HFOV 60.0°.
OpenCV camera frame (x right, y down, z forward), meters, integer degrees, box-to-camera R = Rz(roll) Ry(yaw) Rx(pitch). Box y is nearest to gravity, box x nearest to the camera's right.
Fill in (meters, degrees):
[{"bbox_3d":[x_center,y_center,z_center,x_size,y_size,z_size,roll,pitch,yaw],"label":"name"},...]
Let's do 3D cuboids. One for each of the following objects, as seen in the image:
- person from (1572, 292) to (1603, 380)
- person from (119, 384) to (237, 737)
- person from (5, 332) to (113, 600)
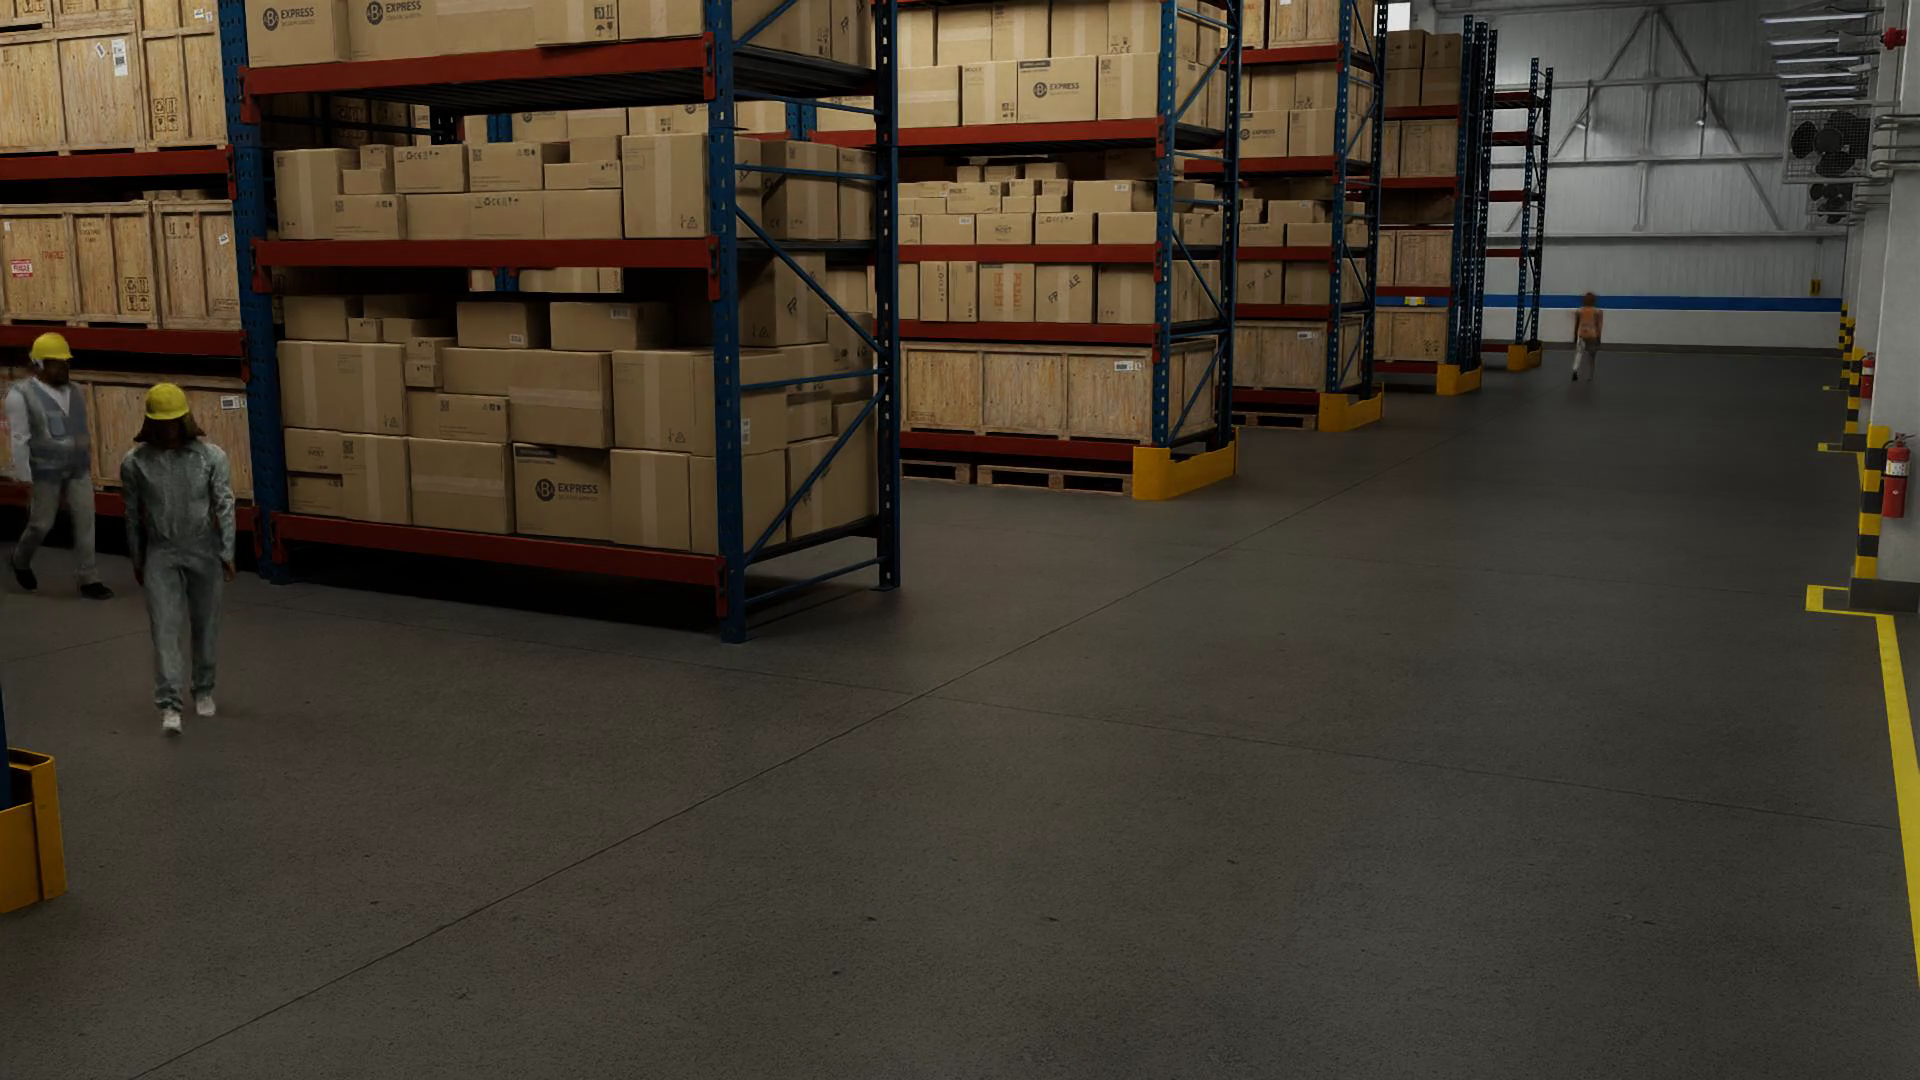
[{"bbox_3d":[11.426,-3.704,30.346,0.517,1.620,0.726,7,12,36],"label":"person"},{"bbox_3d":[-3.767,0.100,8.072,0.499,1.700,0.893,-5,11,-26],"label":"person"},{"bbox_3d":[-6.126,-0.499,11.220,0.761,1.811,0.599,5,11,26],"label":"person"}]
